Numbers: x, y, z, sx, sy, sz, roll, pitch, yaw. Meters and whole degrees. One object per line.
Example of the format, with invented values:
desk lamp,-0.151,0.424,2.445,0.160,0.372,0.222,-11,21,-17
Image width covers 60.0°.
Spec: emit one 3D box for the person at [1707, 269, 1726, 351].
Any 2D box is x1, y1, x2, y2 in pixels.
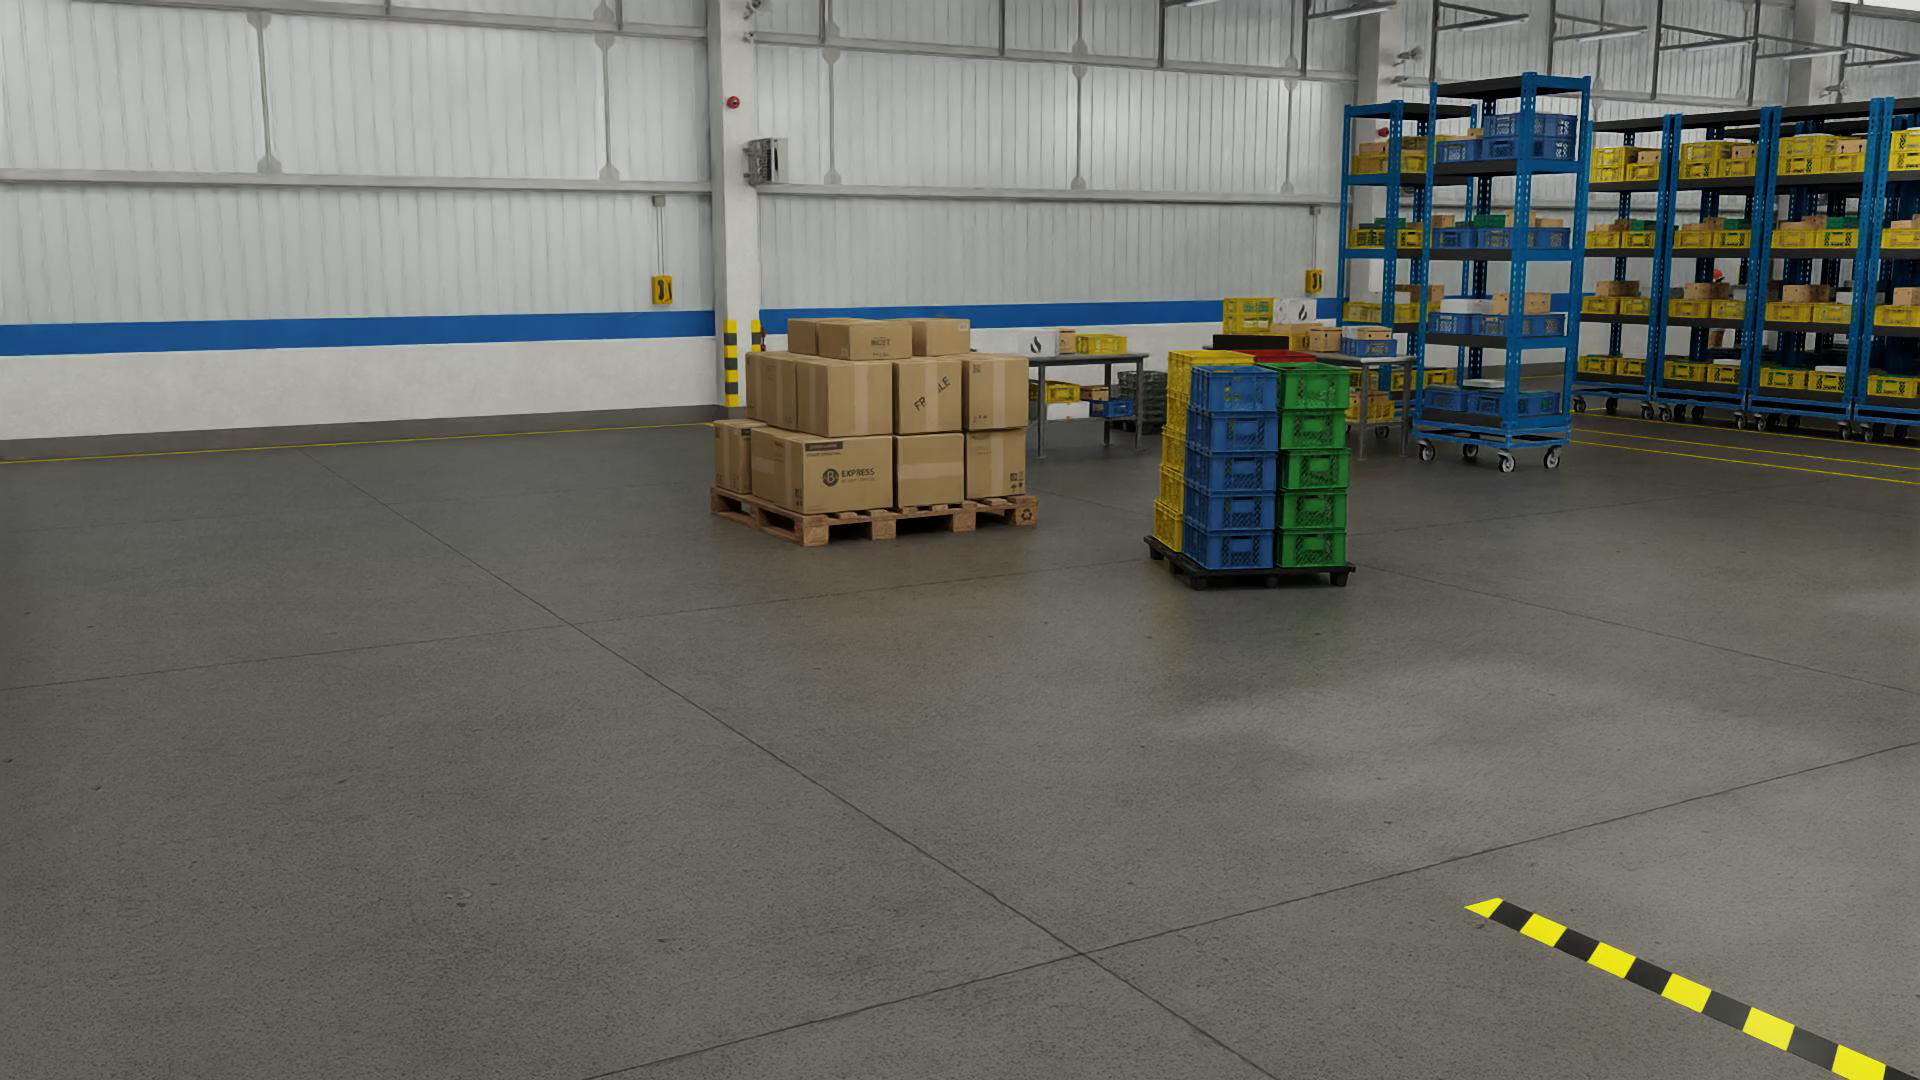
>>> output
person,11.332,-3.209,25.069,0.563,1.743,0.359,-9,13,-40
